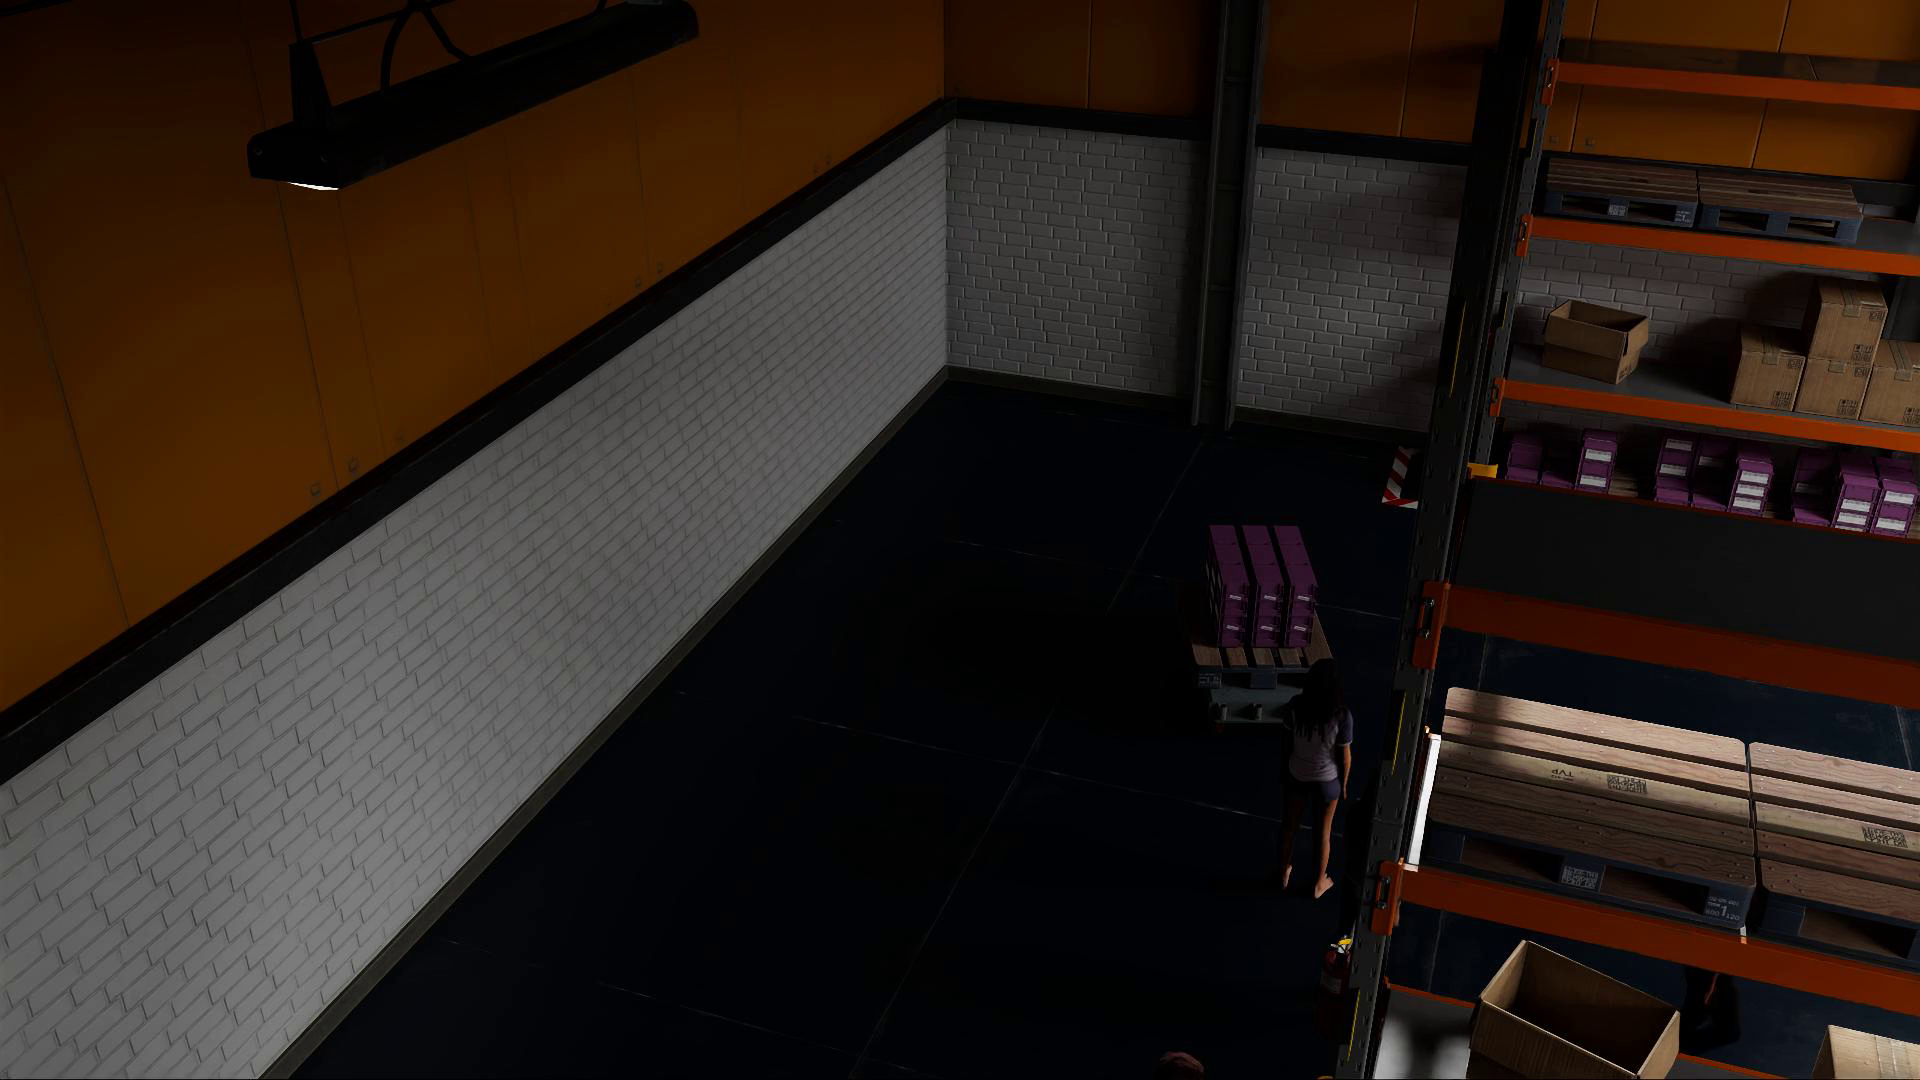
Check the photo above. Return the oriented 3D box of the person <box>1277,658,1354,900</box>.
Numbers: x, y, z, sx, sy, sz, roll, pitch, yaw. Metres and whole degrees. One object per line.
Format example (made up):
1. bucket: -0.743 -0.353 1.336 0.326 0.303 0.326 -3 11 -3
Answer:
1. person: 2.203 1.481 10.397 0.459 1.733 0.663 13 31 22

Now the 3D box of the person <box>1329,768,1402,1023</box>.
1. person: 2.308 2.014 9.454 0.742 1.700 0.669 -14 32 -25
